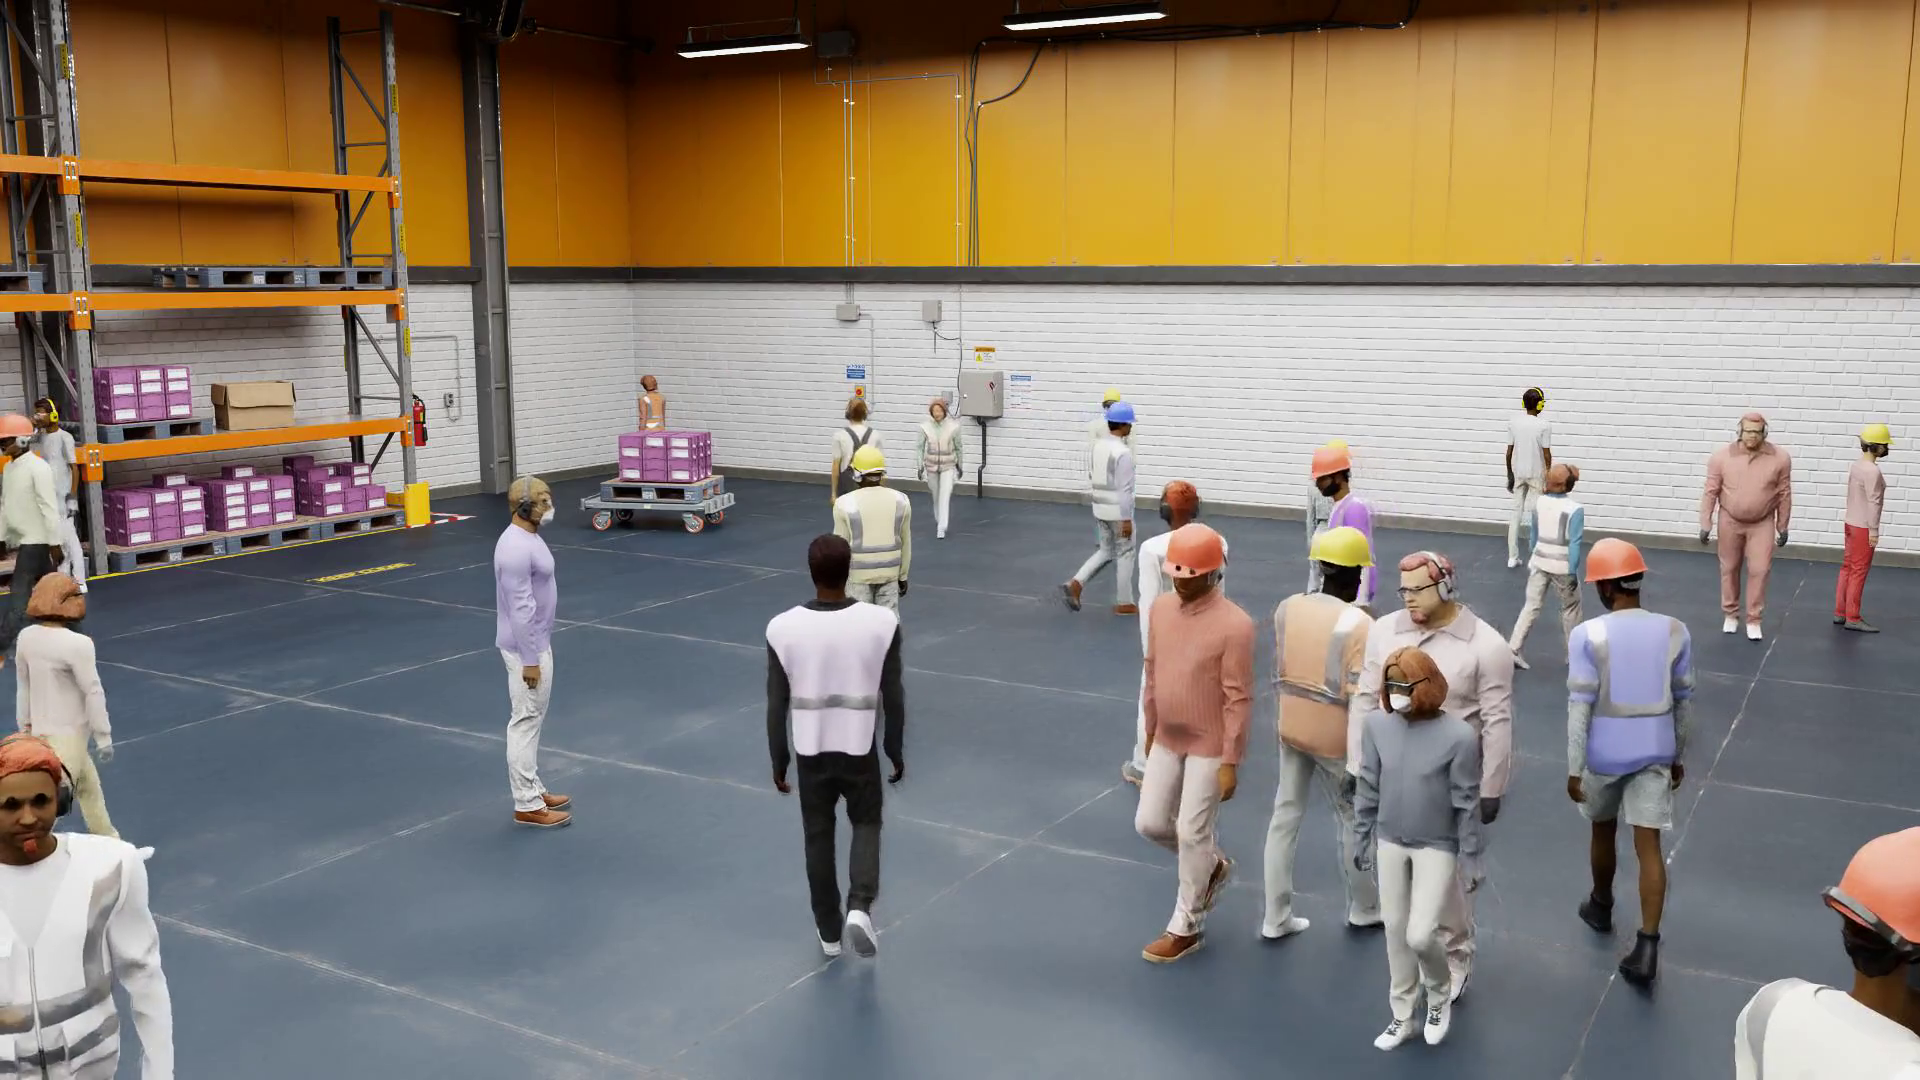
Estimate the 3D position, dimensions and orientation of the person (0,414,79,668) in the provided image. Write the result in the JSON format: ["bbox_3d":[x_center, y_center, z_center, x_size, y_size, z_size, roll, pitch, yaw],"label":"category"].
[{"bbox_3d":[-7.337,0.002,12.902,0.638,1.942,0.972,8,12,41],"label":"person"}]

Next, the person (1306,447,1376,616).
[{"bbox_3d":[2.502,0.343,10.913,0.490,1.901,0.586,1,9,4],"label":"person"}]

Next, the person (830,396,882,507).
[{"bbox_3d":[-0.995,-0.483,16.269,0.523,1.833,0.574,-4,10,-21],"label":"person"}]

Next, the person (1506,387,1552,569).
[{"bbox_3d":[5.859,-0.630,17.089,0.329,1.872,0.508,-9,12,-43],"label":"person"}]

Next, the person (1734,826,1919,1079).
[{"bbox_3d":[1.706,1.522,3.121,0.396,2.038,0.615,-2,9,-11],"label":"person"}]

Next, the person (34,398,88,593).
[{"bbox_3d":[-8.496,-0.401,15.656,0.538,1.869,0.312,6,11,32],"label":"person"}]

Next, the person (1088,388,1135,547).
[{"bbox_3d":[1.679,-0.793,18.421,0.522,1.769,0.318,0,9,1],"label":"person"}]

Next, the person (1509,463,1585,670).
[{"bbox_3d":[4.523,0.204,12.725,0.838,1.601,0.525,-5,10,-29],"label":"person"}]

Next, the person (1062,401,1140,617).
[{"bbox_3d":[1.298,-0.257,14.576,0.702,1.924,0.617,-4,10,-25],"label":"person"}]

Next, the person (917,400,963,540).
[{"bbox_3d":[-0.230,-0.838,19.269,0.526,1.588,0.899,1,9,7],"label":"person"}]

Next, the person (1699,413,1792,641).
[{"bbox_3d":[6.487,-0.104,13.763,0.685,1.872,0.850,4,10,25],"label":"person"}]

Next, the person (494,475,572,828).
[{"bbox_3d":[-2.362,0.605,9.167,0.372,1.939,0.631,-2,9,-11],"label":"person"}]

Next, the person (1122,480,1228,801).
[{"bbox_3d":[1.235,0.573,9.626,0.577,1.848,0.857,-3,9,-16],"label":"person"}]

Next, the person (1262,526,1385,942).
[{"bbox_3d":[1.709,0.875,7.618,0.846,1.892,0.606,-7,12,-38],"label":"person"}]

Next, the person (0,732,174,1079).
[{"bbox_3d":[-2.343,1.429,4.279,0.607,1.854,0.762,-6,11,-34],"label":"person"}]

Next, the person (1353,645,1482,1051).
[{"bbox_3d":[1.744,1.204,6.419,0.521,1.614,0.351,9,13,44],"label":"person"}]

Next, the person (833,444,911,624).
[{"bbox_3d":[-0.634,0.239,11.760,0.596,1.837,0.404,-4,10,-25],"label":"person"}]

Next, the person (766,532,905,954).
[{"bbox_3d":[-0.547,0.916,7.309,0.609,1.908,0.520,-1,9,-5],"label":"person"}]

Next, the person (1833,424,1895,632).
[{"bbox_3d":[7.711,-0.108,14.152,0.326,1.767,0.533,2,9,10],"label":"person"}]

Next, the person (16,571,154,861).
[{"bbox_3d":[-4.391,0.943,8.131,0.511,1.593,0.865,5,10,29],"label":"person"}]

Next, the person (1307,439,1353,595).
[{"bbox_3d":[2.924,0.078,13.064,0.297,1.744,0.484,-5,11,-30],"label":"person"}]

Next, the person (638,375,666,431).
[{"bbox_3d":[-4.258,-1.465,23.019,0.311,1.639,0.513,6,11,31],"label":"person"}]

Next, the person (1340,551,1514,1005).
[{"bbox_3d":[1.932,0.986,6.975,0.587,1.881,0.654,-8,12,-43],"label":"person"}]

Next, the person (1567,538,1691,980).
[{"bbox_3d":[2.936,0.943,7.300,0.562,1.885,0.984,1,9,4],"label":"person"}]

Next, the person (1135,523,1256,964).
[{"bbox_3d":[1.053,0.882,7.356,0.546,1.961,0.649,-7,12,-38],"label":"person"}]
